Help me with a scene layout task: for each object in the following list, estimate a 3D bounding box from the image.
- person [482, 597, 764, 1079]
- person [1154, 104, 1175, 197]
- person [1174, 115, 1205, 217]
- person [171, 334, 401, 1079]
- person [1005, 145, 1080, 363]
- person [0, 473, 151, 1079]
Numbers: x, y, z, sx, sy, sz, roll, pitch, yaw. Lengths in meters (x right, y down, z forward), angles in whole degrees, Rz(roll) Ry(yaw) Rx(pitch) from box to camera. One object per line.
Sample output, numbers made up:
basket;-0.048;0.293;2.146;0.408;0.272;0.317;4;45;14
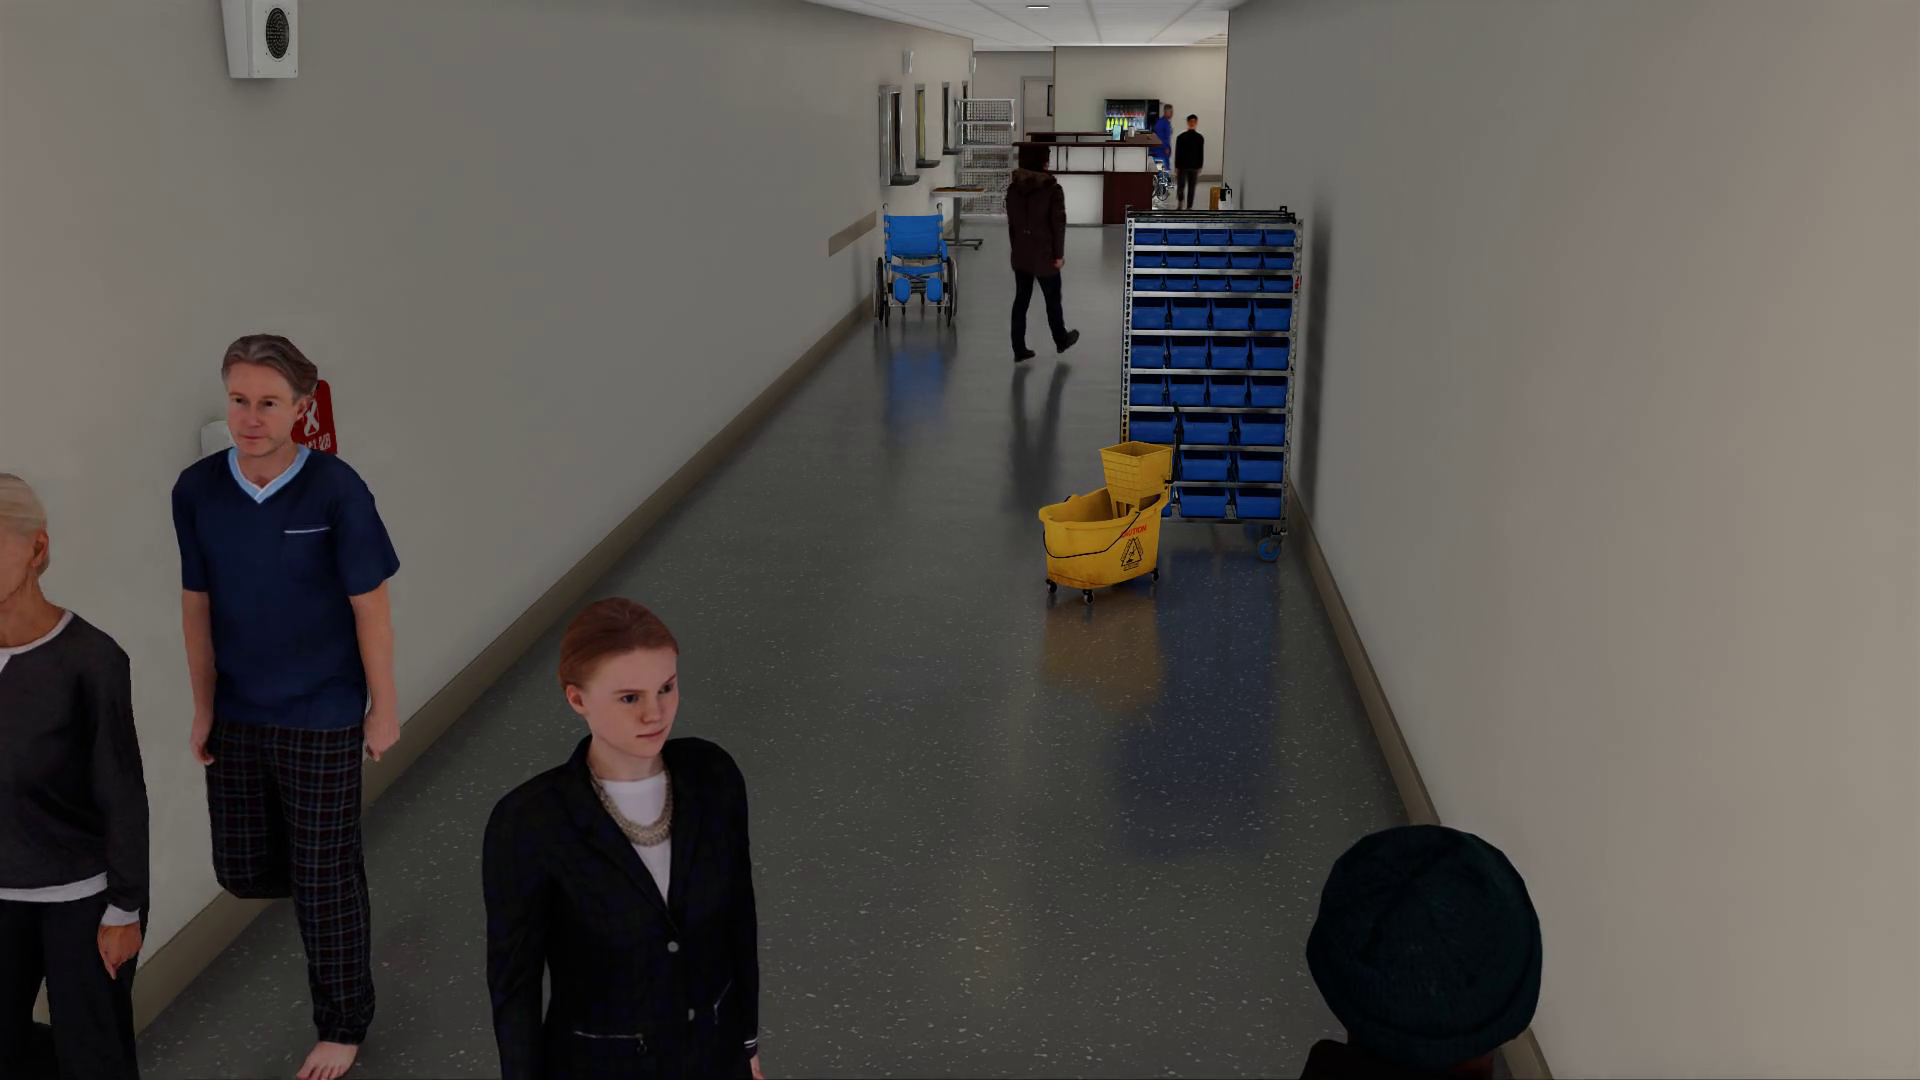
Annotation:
person;-0.525;0.893;2.712;0.689;1.684;0.749;-13;20;-38
person;3.999;-7.761;33.213;0.882;1.789;0.893;6;17;20
person;3.963;-6.511;28.925;0.810;1.711;0.726;1;16;2
person;-1.635;0.401;4.140;0.754;1.857;0.734;3;16;9
person;0.597;-2.413;14.202;1.153;1.813;1.125;10;19;32
person;-1.834;0.668;3.460;0.650;1.710;0.709;4;16;15
